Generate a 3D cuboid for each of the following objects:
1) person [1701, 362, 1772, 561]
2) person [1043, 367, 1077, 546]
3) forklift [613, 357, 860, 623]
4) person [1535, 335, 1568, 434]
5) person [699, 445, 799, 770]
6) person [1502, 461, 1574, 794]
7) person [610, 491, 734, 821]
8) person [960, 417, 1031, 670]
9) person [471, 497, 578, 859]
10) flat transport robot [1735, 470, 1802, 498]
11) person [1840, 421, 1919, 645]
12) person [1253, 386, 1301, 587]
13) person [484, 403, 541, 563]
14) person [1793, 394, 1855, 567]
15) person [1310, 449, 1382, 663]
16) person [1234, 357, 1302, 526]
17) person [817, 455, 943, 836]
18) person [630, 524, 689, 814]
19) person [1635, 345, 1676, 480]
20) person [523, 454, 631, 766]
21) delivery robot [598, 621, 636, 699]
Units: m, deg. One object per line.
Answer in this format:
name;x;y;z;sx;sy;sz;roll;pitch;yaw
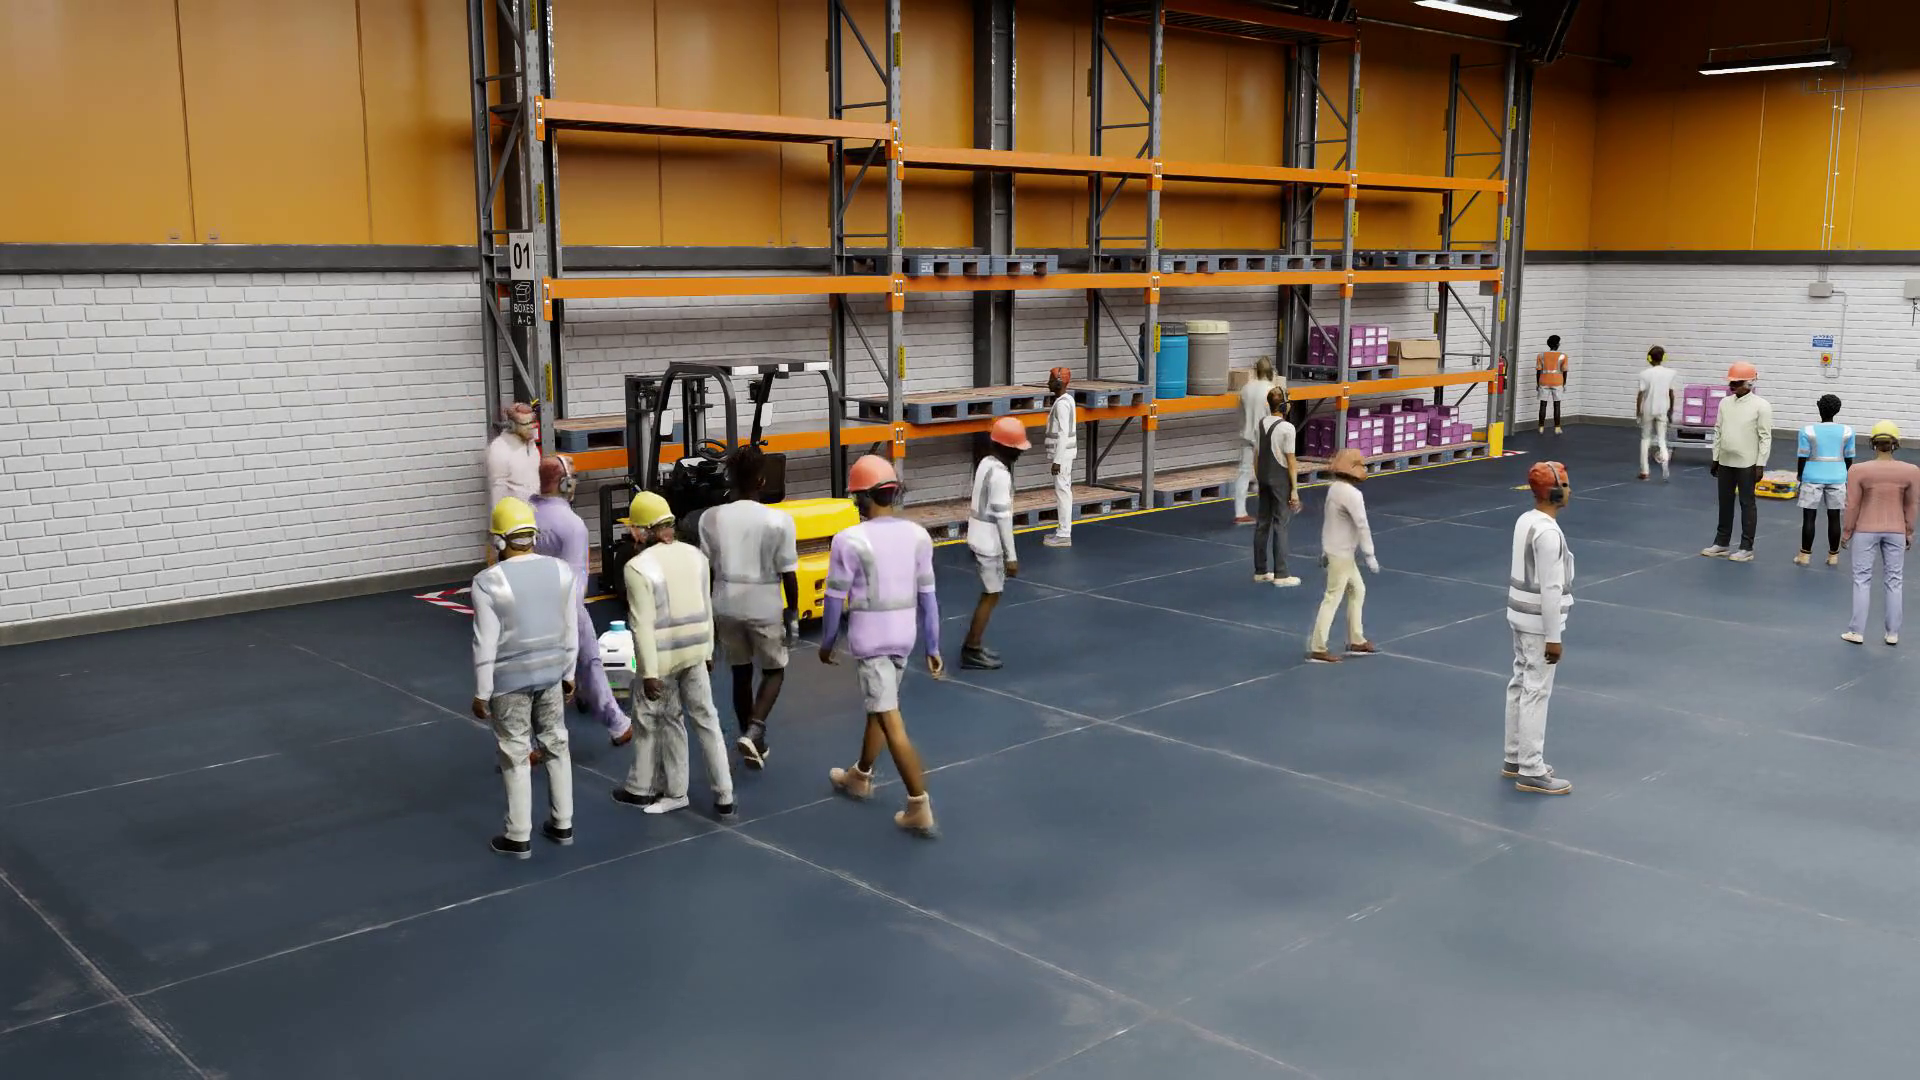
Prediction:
person;7.769;-0.786;16.622;0.393;1.990;0.623;-5;11;-25
person;1.049;-0.875;17.469;0.356;1.883;0.574;1;10;7
forklift;-1.847;-0.414;13.852;1.214;2.155;2.313;-9;13;-42
person;10.098;-2.652;28.409;0.537;1.696;0.321;5;11;29
person;-1.247;0.418;9.748;0.613;1.939;0.625;2;10;11
person;3.306;0.490;9.471;0.354;1.884;0.576;0;10;3
person;-1.538;0.628;9.033;0.792;1.773;0.612;8;12;39
person;0.253;0.036;12.106;0.512;1.888;0.596;-2;10;-10
person;-2.214;0.693;8.439;0.404;1.827;0.600;9;13;43
flat transport robot;10.506;-0.724;21.289;1.431;0.197;0.652;-9;13;-43
person;7.174;-0.051;13.007;0.526;1.760;0.337;2;10;14
person;2.917;-0.491;15.328;0.345;1.846;0.508;-7;12;-35
person;-3.581;-0.173;13.394;0.488;1.877;0.653;4;10;21
person;8.442;-0.578;16.268;0.533;1.697;0.318;2;10;10
person;2.948;0.124;12.412;0.705;1.608;0.513;0;10;-3
person;3.482;-1.121;18.877;0.985;1.888;0.655;-7;12;-36
person;-0.429;0.539;8.912;0.593;1.985;1.029;-9;13;-41
person;-1.636;0.673;9.114;0.310;1.639;0.514;-3;10;-15
person;9.375;-1.697;22.386;0.530;1.849;0.634;1;10;6
person;-2.350;0.409;10.003;0.656;1.856;1.004;7;12;35
delivery robot;-2.320;0.793;11.306;0.477;0.478;0.707;-1;10;-4
